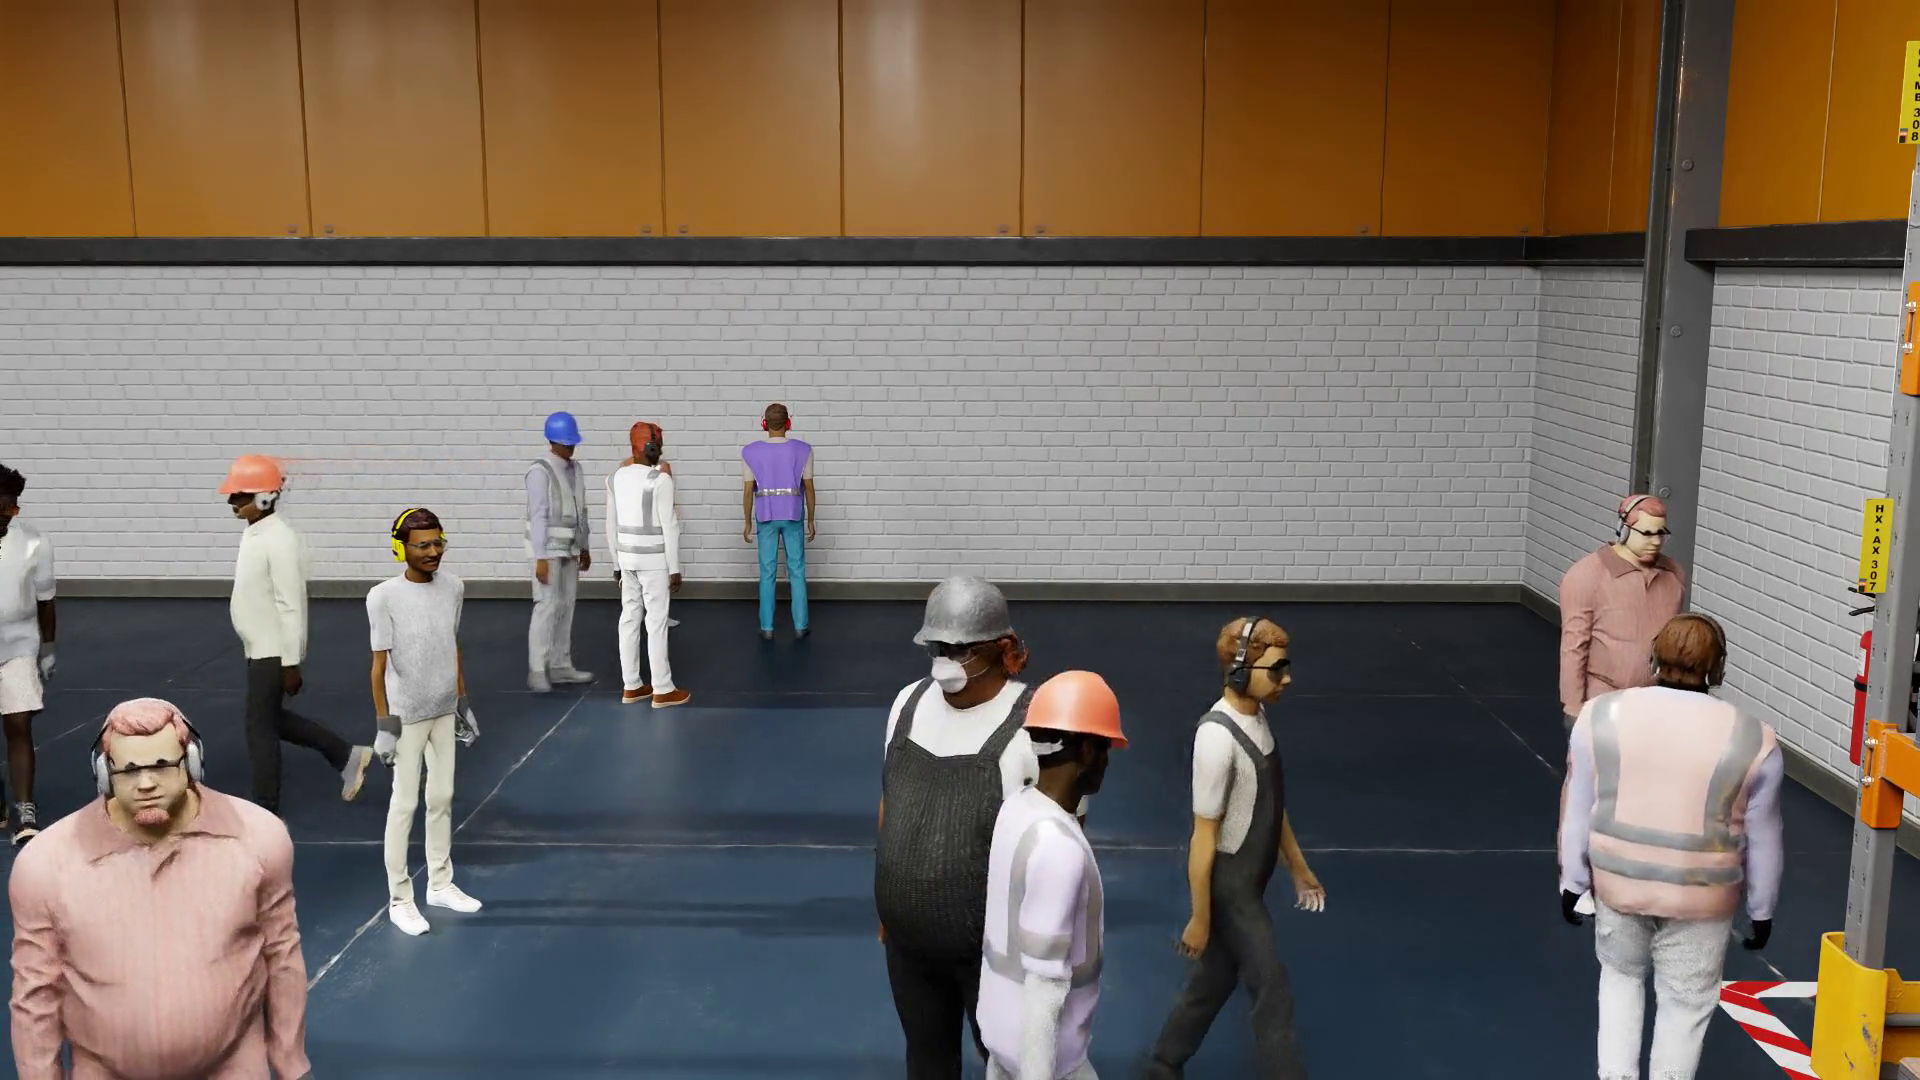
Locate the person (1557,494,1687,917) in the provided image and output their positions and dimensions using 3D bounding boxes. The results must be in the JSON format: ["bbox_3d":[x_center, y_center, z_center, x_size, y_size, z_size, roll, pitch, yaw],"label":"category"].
[{"bbox_3d":[3.001,0.734,7.500,0.643,1.902,0.400,-3,10,-17],"label":"person"}]

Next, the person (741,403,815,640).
[{"bbox_3d":[-1.400,-0.136,12.892,0.563,1.838,0.390,-1,10,-8],"label":"person"}]

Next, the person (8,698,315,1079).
[{"bbox_3d":[-1.924,1.308,4.051,0.650,1.907,0.403,-5,11,-28],"label":"person"}]

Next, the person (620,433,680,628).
[{"bbox_3d":[-2.495,-0.104,13.299,0.522,1.638,0.310,5,11,28],"label":"person"}]

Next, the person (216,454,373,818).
[{"bbox_3d":[-3.435,0.534,8.479,0.749,1.977,0.625,-6,11,-31],"label":"person"}]

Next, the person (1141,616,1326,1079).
[{"bbox_3d":[0.943,1.133,5.387,0.843,1.810,0.513,3,10,19],"label":"person"}]

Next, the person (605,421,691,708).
[{"bbox_3d":[-2.070,0.168,10.968,0.574,1.873,0.361,6,11,33],"label":"person"}]

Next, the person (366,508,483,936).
[{"bbox_3d":[-2.350,0.777,7.330,0.319,1.870,0.521,6,11,33],"label":"person"}]

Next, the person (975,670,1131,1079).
[{"bbox_3d":[0.221,1.276,4.327,0.921,1.878,0.603,-2,10,-9],"label":"person"}]

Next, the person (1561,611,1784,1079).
[{"bbox_3d":[2.286,1.128,5.361,0.650,1.823,0.466,6,11,32],"label":"person"}]

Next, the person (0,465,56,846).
[{"bbox_3d":[-4.845,0.588,8.312,0.649,1.903,0.996,-5,11,-29],"label":"person"}]

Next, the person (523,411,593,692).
[{"bbox_3d":[-2.745,0.079,11.356,0.486,1.926,0.688,3,10,19],"label":"person"}]
